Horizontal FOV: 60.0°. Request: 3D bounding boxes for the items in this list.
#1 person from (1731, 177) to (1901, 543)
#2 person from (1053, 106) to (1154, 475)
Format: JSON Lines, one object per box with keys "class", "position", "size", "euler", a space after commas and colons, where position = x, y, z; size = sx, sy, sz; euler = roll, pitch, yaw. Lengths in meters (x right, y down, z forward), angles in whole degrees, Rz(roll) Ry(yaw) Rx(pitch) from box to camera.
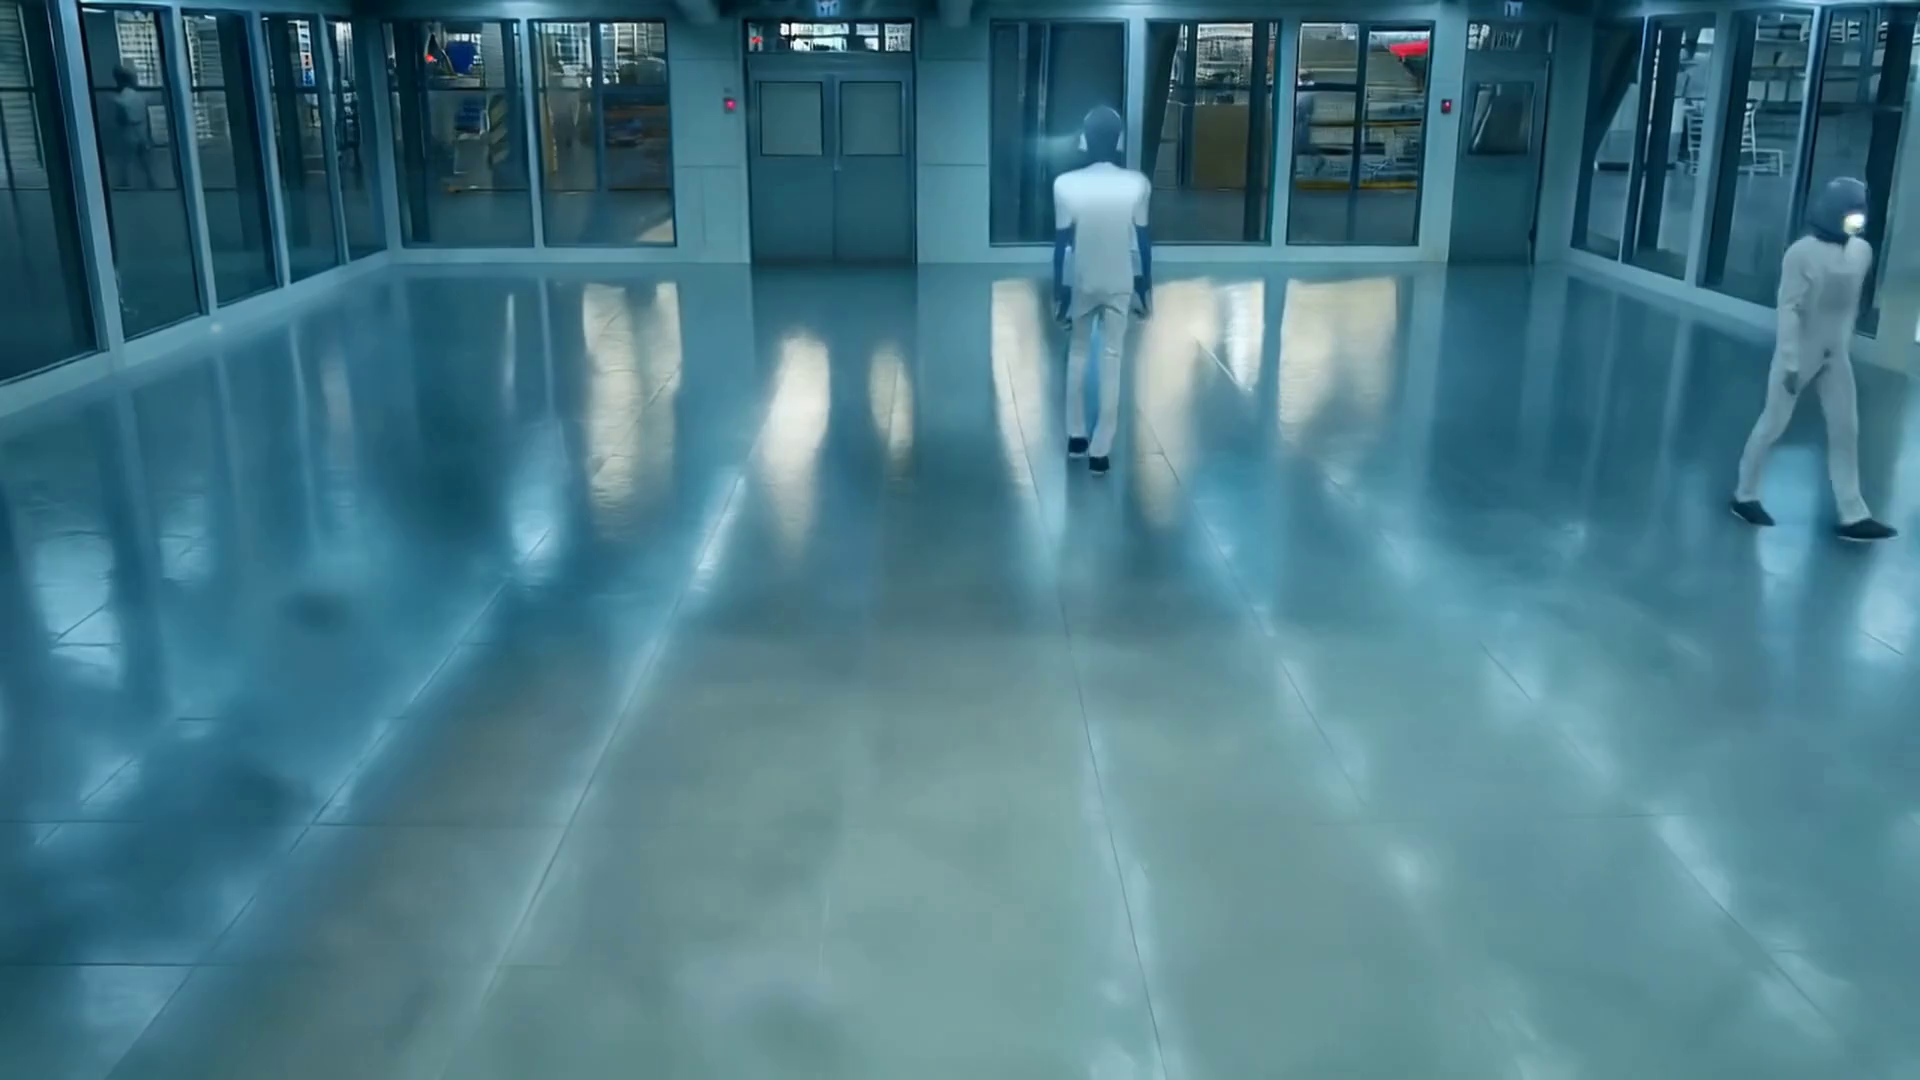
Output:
{"class": "person", "position": [3.804, -0.775, 7.301], "size": [0.521, 1.588, 0.840], "euler": [-5, 17, -18]}
{"class": "person", "position": [0.743, -1.288, 8.604], "size": [0.522, 1.845, 0.734], "euler": [2, 16, 6]}
